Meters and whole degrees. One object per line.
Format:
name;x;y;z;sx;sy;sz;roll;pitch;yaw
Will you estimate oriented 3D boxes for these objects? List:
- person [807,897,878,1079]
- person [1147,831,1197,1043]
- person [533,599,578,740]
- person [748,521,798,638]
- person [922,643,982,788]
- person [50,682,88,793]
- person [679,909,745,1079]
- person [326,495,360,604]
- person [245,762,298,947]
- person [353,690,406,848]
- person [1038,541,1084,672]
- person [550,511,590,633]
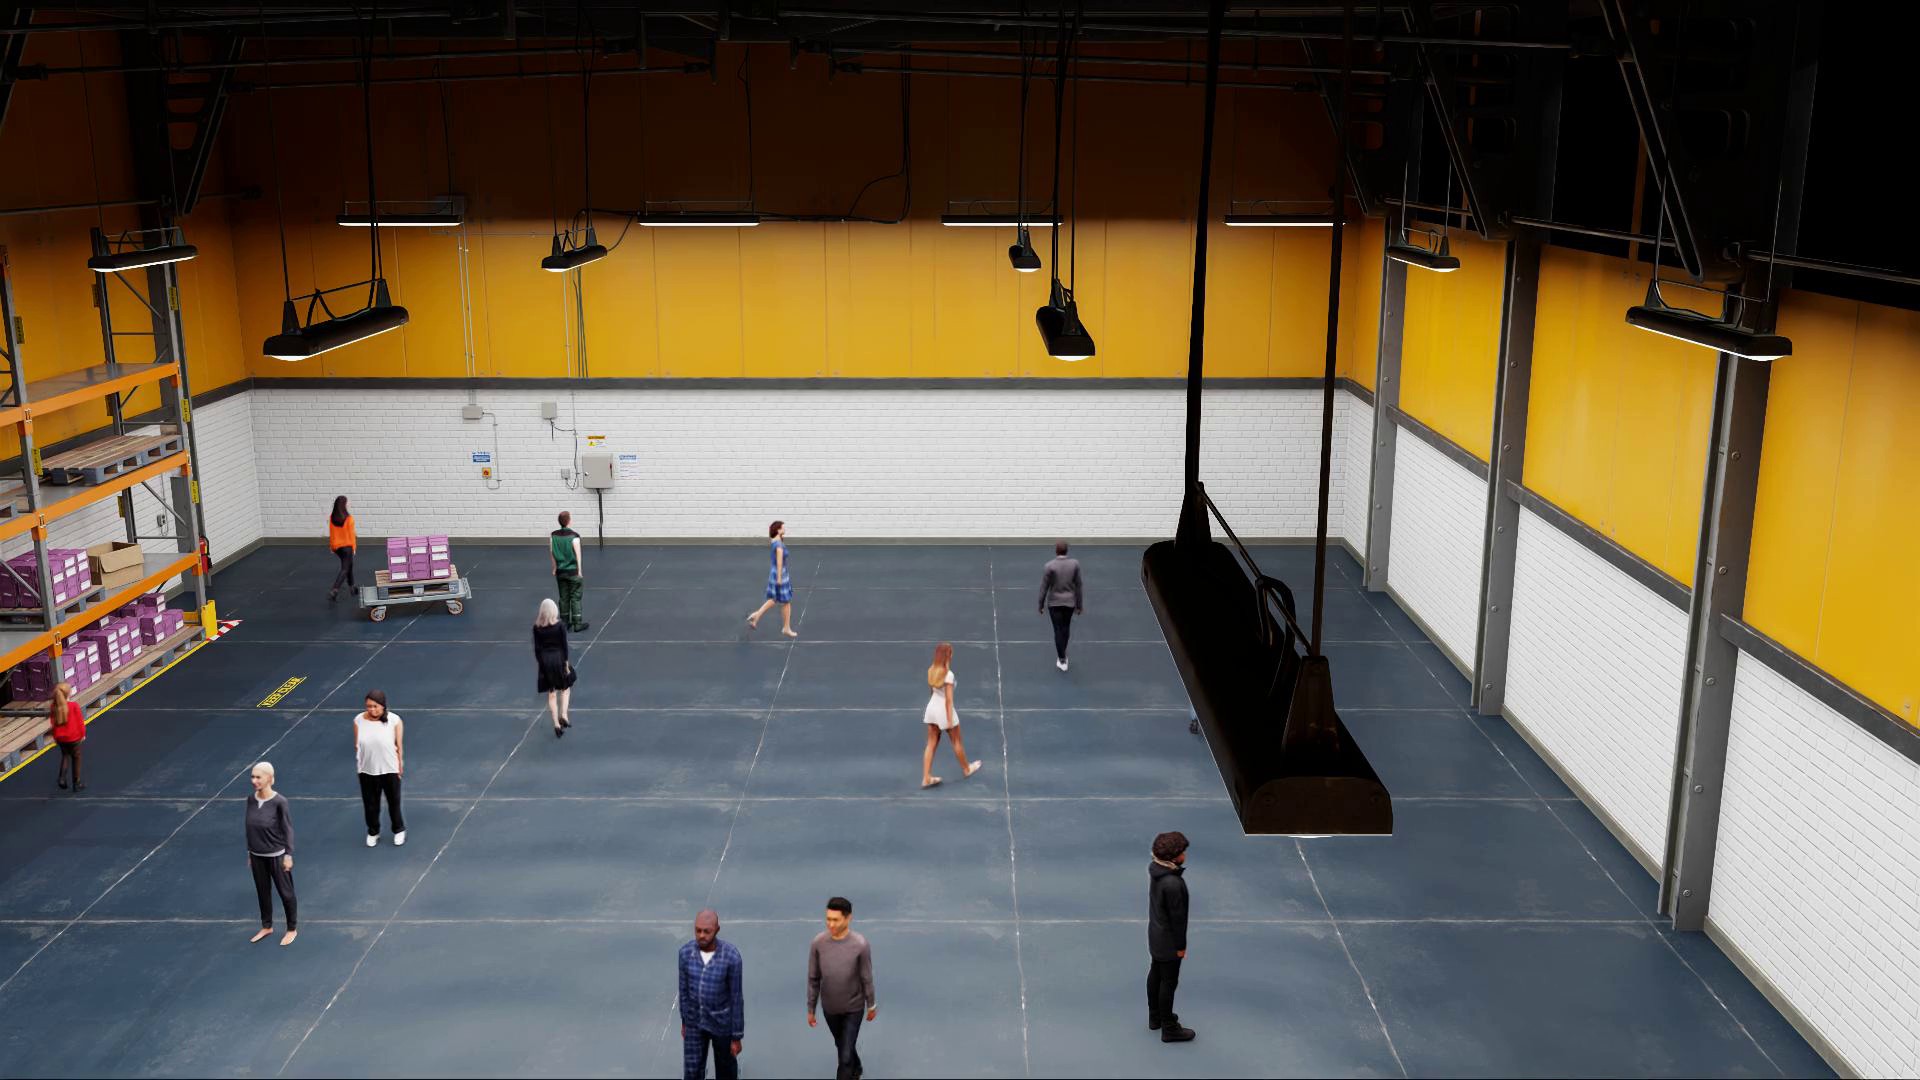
person;-0.862;3.501;12.608;1.233;1.717;0.874;0;14;1
person;1.695;3.224;13.619;0.753;1.779;0.619;-4;14;-16
person;-5.006;1.603;20.410;0.601;1.734;0.689;0;14;2
person;-2.739;0.600;24.442;0.953;1.786;1.009;-6;15;-23
person;-0.272;2.006;18.886;1.041;1.667;1.017;-11;18;-39
person;-10.078;2.240;18.750;0.489;1.276;0.550;0;14;2
person;-1.820;3.545;12.338;0.760;1.759;1.178;2;14;6
person;-9.804;0.182;26.331;0.896;1.709;1.183;5;15;20
person;-6.334;2.852;15.268;0.649;1.726;0.589;3;14;12
person;-6.065;2.366;17.364;0.640;1.685;0.593;0;14;-1
person;1.433;0.936;23.041;0.881;1.791;1.054;-3;14;-12
person;-5.866;0.456;24.915;0.705;1.842;0.684;4;14;17
